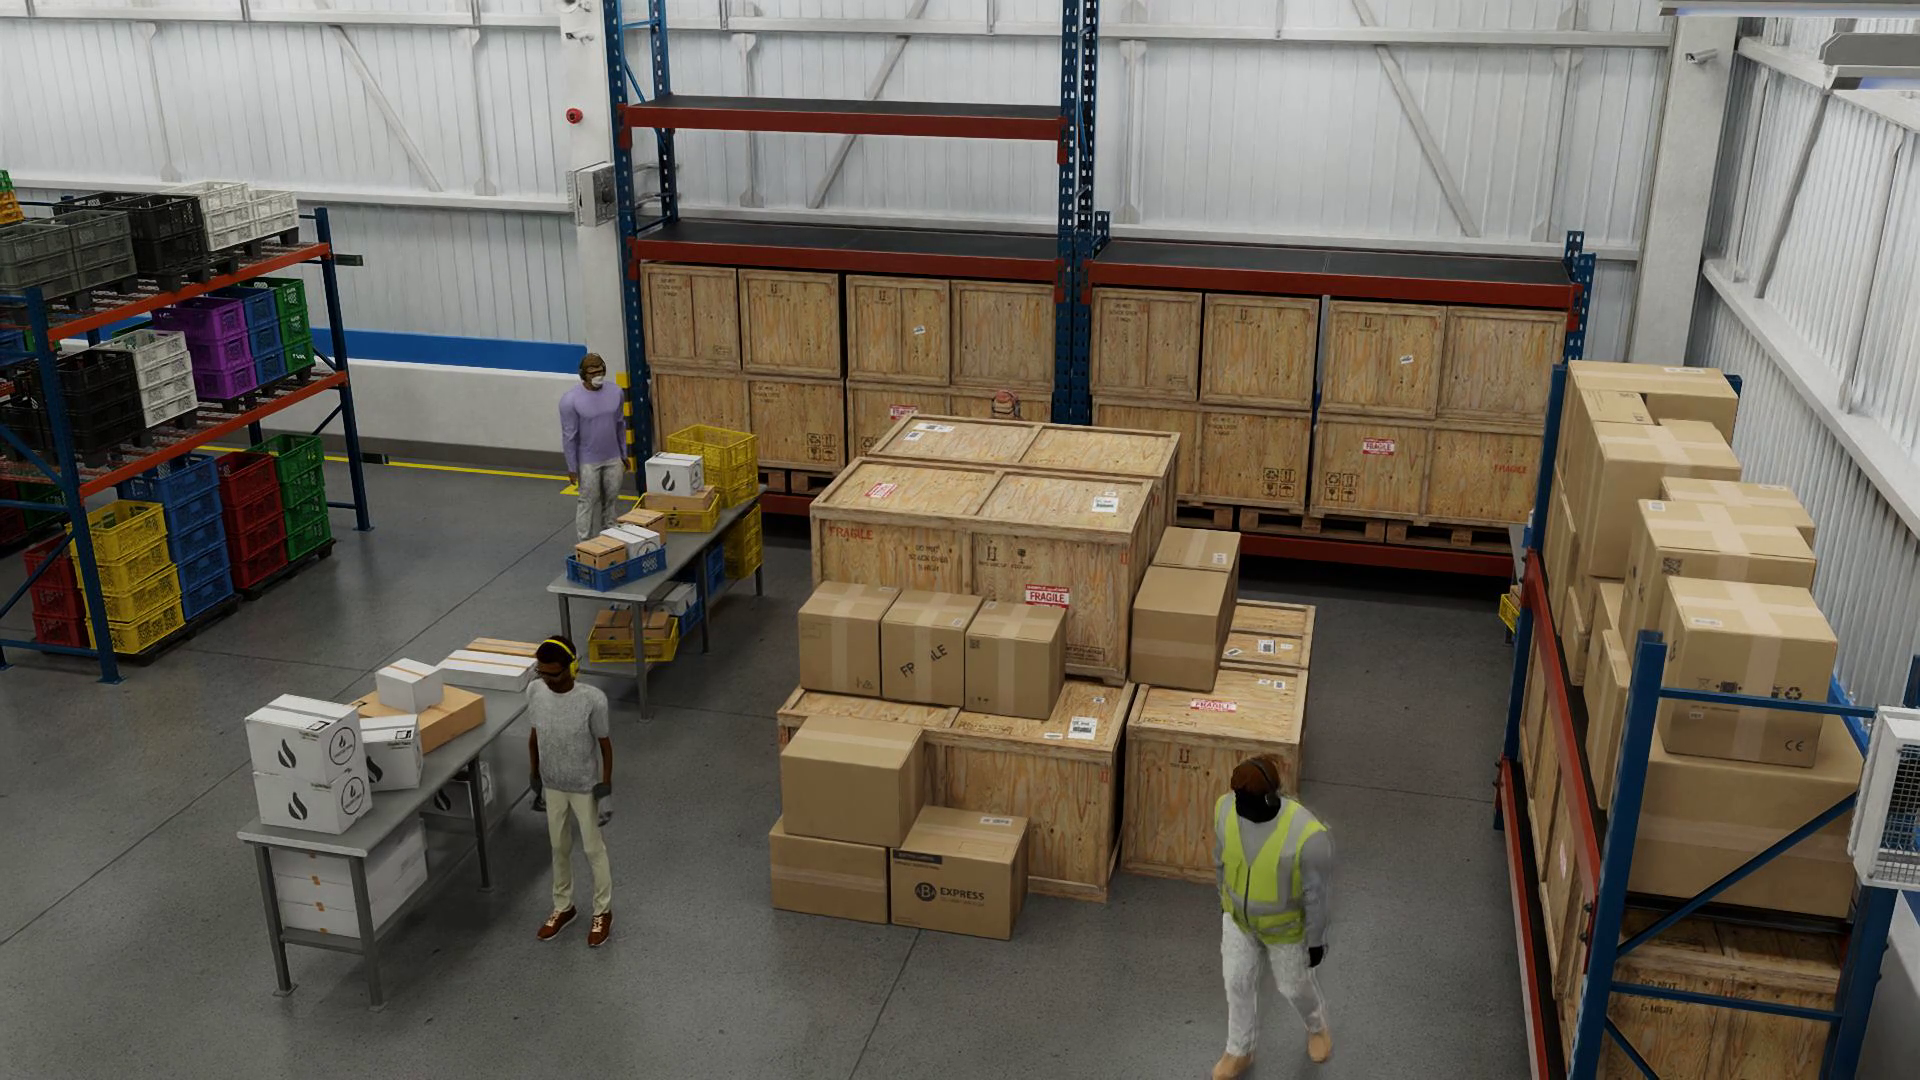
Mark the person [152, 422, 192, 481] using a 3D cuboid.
[{"bbox_3d":[-7.259,-0.954,15.260,0.584,1.882,0.345,13,24,30],"label":"person"}]

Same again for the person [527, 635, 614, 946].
[{"bbox_3d":[-2.157,1.376,9.194,0.517,1.865,0.327,5,22,14],"label":"person"}]

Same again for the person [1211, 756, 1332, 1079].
[{"bbox_3d":[1.551,1.807,8.169,0.643,1.802,0.701,17,26,37],"label":"person"}]

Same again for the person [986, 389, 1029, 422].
[{"bbox_3d":[0.354,-0.312,13.560,0.636,1.902,0.405,5,22,14],"label":"person"}]

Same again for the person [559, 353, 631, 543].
[{"bbox_3d":[-3.157,-0.695,14.507,0.633,1.938,0.356,-19,28,-40],"label":"person"}]
